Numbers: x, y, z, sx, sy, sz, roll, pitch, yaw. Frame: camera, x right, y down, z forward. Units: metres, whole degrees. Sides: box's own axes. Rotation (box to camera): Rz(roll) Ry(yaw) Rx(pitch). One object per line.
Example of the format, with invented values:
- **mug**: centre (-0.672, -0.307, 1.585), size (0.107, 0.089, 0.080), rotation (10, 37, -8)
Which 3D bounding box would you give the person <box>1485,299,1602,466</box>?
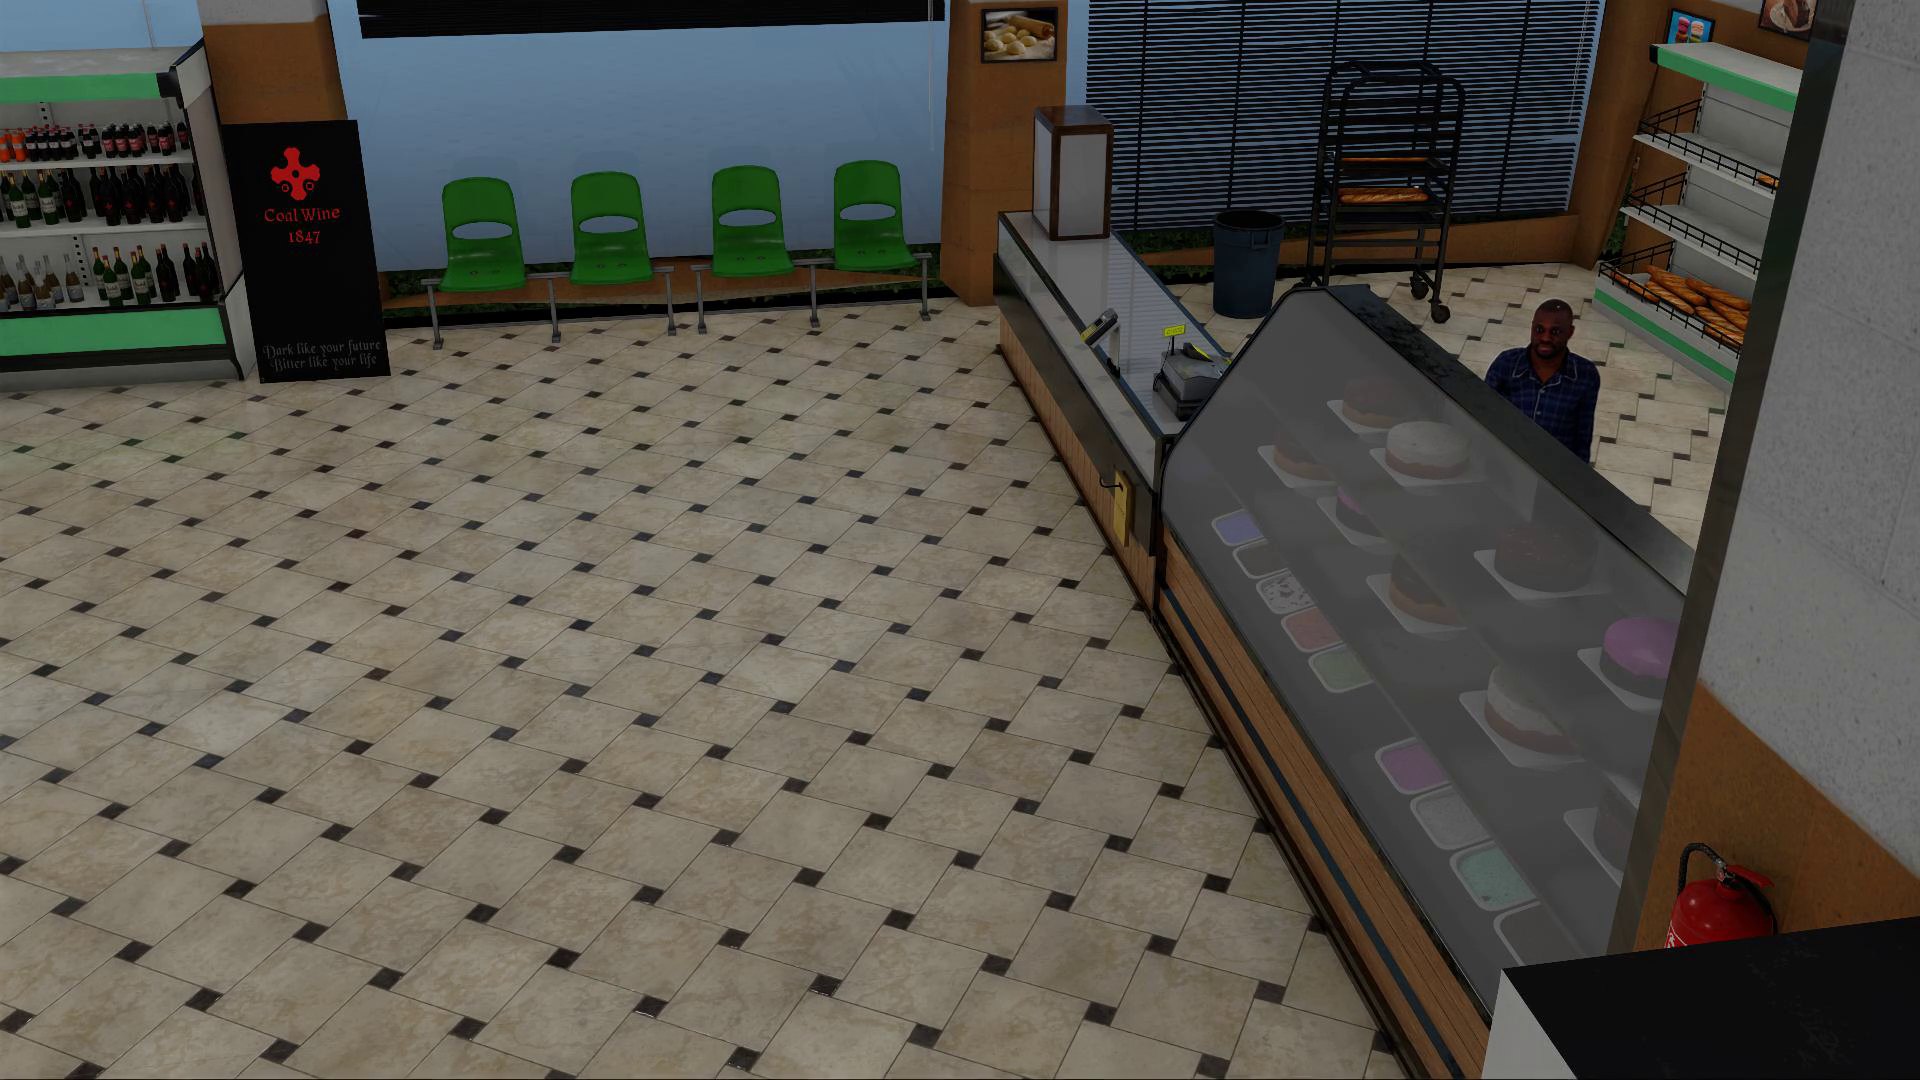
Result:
- **person**: centre (2.579, -0.226, 7.575), size (0.728, 1.824, 0.841), rotation (9, 28, 18)
